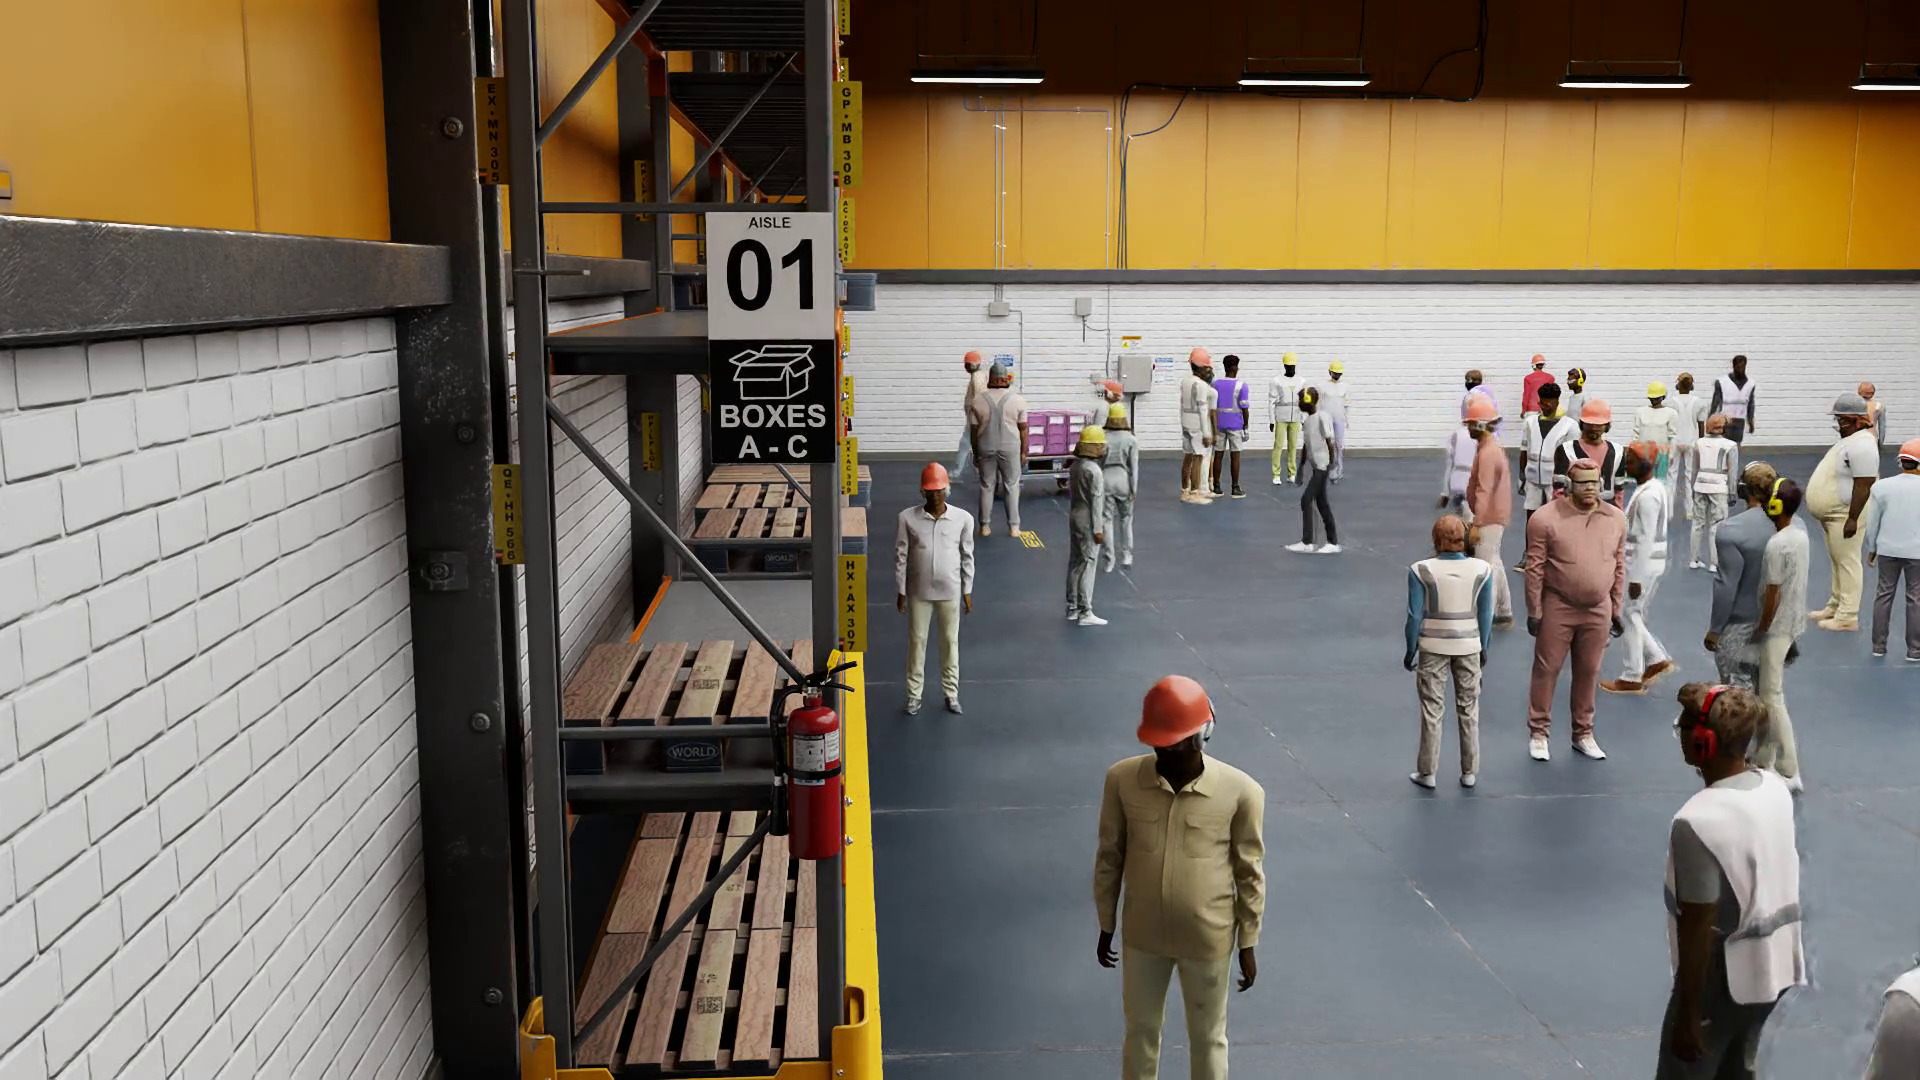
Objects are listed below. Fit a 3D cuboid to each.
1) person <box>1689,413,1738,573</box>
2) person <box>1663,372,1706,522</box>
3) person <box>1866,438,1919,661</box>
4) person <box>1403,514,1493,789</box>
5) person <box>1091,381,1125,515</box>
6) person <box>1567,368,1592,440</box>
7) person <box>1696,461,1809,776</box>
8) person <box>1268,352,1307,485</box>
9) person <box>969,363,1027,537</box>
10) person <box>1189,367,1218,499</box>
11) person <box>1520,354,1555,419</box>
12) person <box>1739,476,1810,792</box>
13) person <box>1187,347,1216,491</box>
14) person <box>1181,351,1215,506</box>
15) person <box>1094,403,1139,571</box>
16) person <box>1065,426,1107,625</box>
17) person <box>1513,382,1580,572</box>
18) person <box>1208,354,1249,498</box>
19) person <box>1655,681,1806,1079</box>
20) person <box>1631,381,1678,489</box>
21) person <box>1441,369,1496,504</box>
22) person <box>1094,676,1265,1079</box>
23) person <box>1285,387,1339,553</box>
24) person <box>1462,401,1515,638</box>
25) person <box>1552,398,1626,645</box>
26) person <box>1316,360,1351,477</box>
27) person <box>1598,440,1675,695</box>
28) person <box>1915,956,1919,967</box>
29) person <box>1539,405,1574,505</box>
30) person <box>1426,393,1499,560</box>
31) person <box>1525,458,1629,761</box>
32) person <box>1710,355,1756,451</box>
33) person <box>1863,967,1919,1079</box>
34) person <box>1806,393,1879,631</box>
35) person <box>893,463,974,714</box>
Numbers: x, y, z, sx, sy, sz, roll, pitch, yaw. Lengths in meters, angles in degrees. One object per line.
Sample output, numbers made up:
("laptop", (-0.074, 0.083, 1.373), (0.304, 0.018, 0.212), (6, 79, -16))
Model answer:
("person", (7.700, -0.481, 17.023), (0.312, 1.634, 0.515), (-5, 10, -30))
("person", (8.888, -1.141, 20.492), (0.506, 1.846, 0.346), (2, 9, 14))
("person", (7.485, 0.071, 13.166), (0.335, 1.753, 0.563), (-8, 12, -41))
("person", (2.878, 0.664, 9.816), (0.514, 1.636, 0.314), (0, 9, 1))
("person", (1.889, -1.158, 21.054), (0.774, 1.694, 0.620), (1, 9, 9))
("person", (7.852, -1.255, 21.188), (0.327, 1.861, 0.498), (-1, 9, -6))
("person", (4.725, 0.494, 9.942), (0.636, 1.938, 0.365), (-3, 10, -20))
("person", (4.763, -1.764, 24.145), (0.593, 1.926, 0.366), (-2, 9, -14))
("person", (0.460, -1.059, 19.364), (0.680, 2.000, 0.535), (2, 9, 10))
("person", (3.302, -1.477, 22.651), (0.341, 1.838, 0.501), (-8, 12, -42))
("person", (9.432, -2.168, 27.224), (0.563, 1.753, 0.327), (-2, 9, -15))
("person", (4.803, 0.555, 9.816), (0.401, 1.873, 0.555), (7, 12, 39))
("person", (3.348, -1.670, 23.239), (0.410, 2.035, 0.614), (5, 10, 29))
("person", (3.138, -1.474, 22.016), (0.415, 2.028, 0.659), (-3, 9, -17))
("person", (1.608, -0.561, 17.270), (0.491, 1.717, 0.767), (1, 9, 7))
("person", (1.125, -0.130, 14.491), (0.314, 1.737, 0.486), (-4, 10, -21))
("person", (5.943, -0.621, 16.871), (0.603, 1.958, 0.381), (8, 12, 41))
("person", (3.663, -1.551, 22.690), (0.614, 1.963, 0.361), (5, 11, 31))
("person", (2.363, 1.341, 4.980), (0.576, 1.824, 0.692), (-7, 12, -39))
("person", (8.402, -1.046, 20.173), (0.524, 1.760, 0.326), (7, 11, 37))
("person", (6.782, -1.337, 21.885), (0.651, 1.789, 0.939), (-8, 12, -42))
("person", (0.712, 1.295, 5.513), (0.573, 1.740, 0.345), (3, 10, 20))
("person", (3.846, -0.753, 18.156), (0.700, 1.816, 0.609), (0, 9, -2))
("person", (4.397, -0.154, 13.852), (0.503, 1.995, 0.839), (3, 9, 17))
("person", (5.143, -0.141, 13.604), (0.608, 2.041, 0.368), (-1, 9, -4))
("person", (5.626, -1.822, 25.046), (0.526, 1.761, 0.342), (0, 9, -1))
("person", (4.886, 0.201, 12.003), (0.410, 1.864, 0.619), (4, 10, 23))
("person", (4.526, 1.111, 6.821), (0.905, 1.702, 0.586), (8, 12, 39))
("person", (6.077, -0.513, 16.870), (0.392, 1.751, 0.658), (-2, 9, -13))
("person", (4.946, -0.495, 16.357), (0.982, 1.891, 0.562), (-7, 11, -35))
("person", (3.859, 0.436, 10.400), (0.642, 1.909, 0.399), (0, 9, -3))
("person", (11.159, -1.733, 24.033), (0.604, 1.898, 0.443), (-1, 9, -6))
("person", (2.204, 1.517, 3.793), (0.589, 1.857, 0.657), (-3, 9, -17))
("person", (7.558, -0.251, 14.290), (0.536, 2.000, 0.688), (3, 10, 18))
("person", (-0.178, 0.334, 11.514), (0.562, 1.752, 0.324), (-1, 9, -4))
